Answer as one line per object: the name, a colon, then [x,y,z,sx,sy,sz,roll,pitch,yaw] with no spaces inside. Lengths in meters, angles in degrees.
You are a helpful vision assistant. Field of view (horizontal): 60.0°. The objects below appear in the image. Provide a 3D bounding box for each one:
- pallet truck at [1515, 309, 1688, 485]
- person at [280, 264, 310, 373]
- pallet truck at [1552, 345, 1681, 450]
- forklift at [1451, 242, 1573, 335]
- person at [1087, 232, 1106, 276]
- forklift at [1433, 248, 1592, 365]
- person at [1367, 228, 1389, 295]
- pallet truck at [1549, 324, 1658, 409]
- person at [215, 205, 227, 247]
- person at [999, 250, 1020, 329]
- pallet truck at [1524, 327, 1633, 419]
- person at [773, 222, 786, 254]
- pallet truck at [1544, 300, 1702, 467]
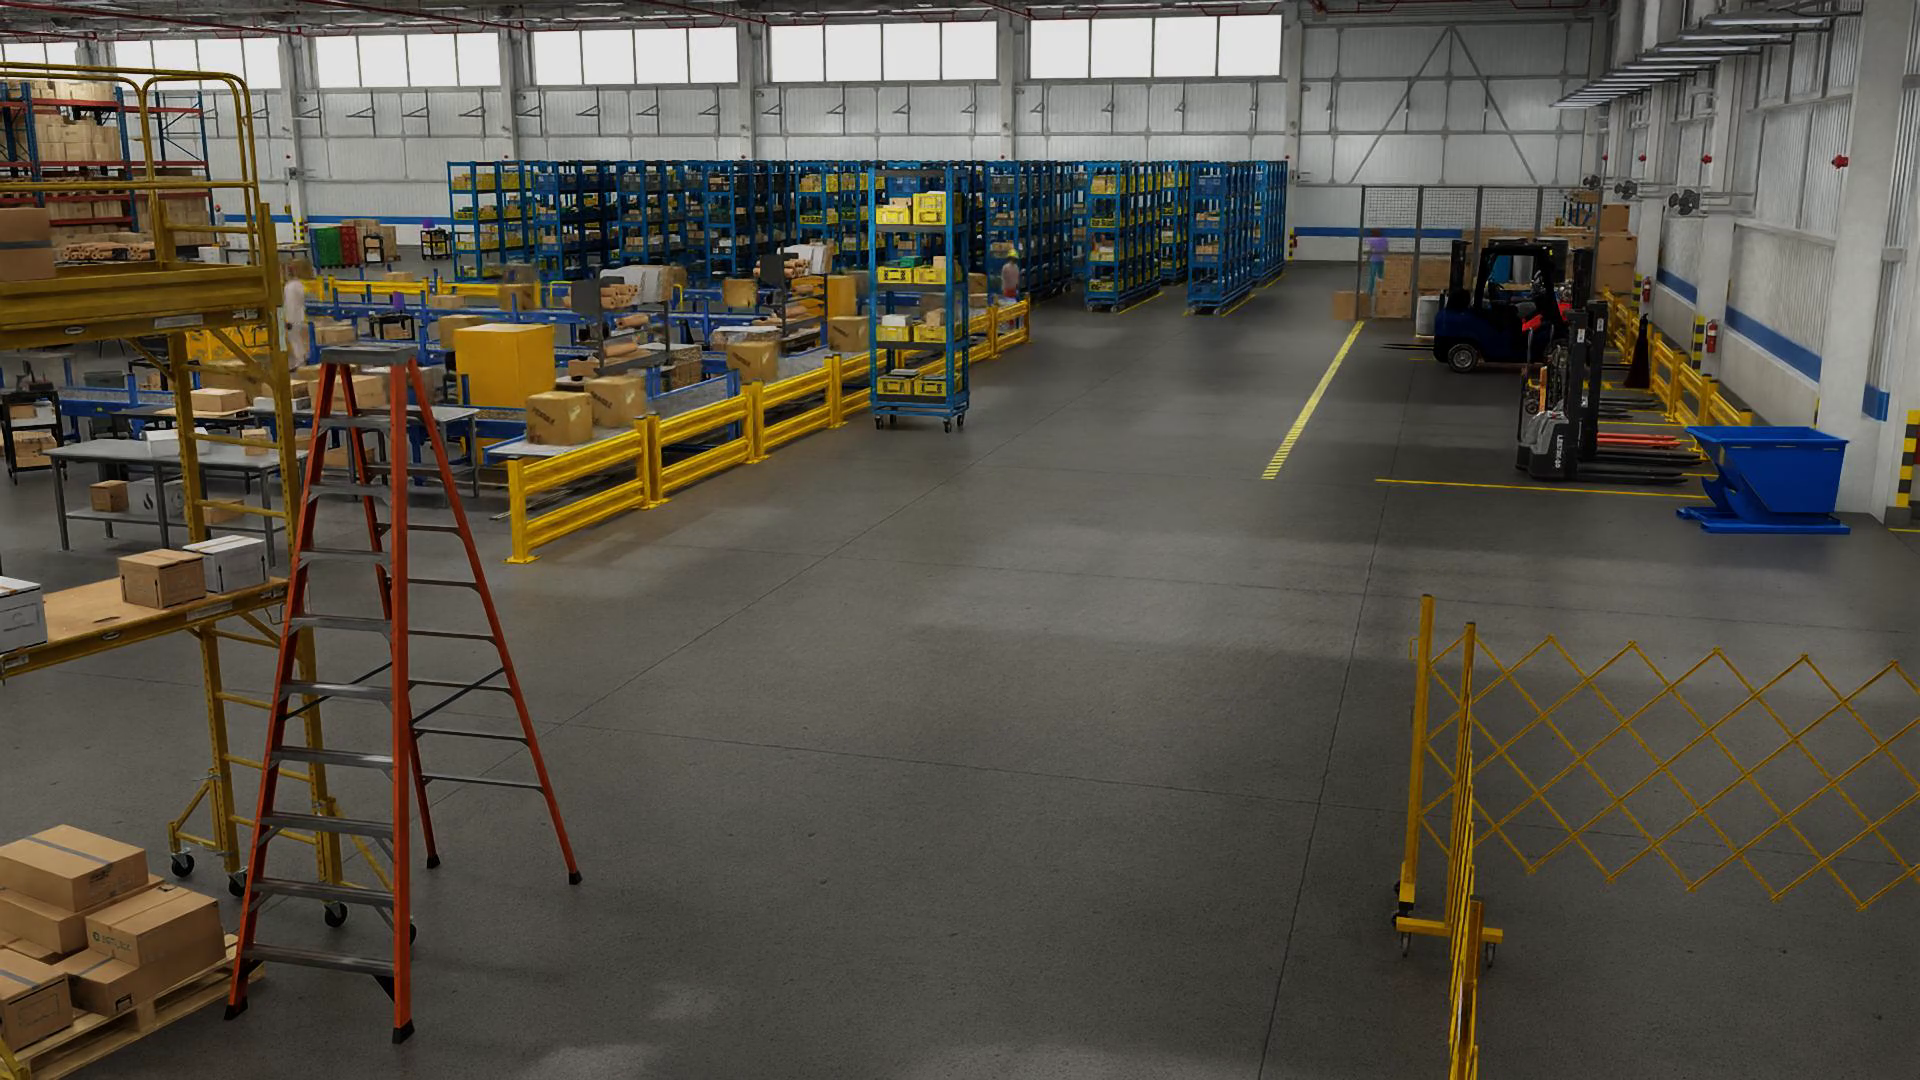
pallet truck: [7.554,-1.677,19.446,1.885,1.965,0.823,3,13,14]
person: [-11.714,-3.882,29.173,0.432,1.894,0.654,-3,13,-11]
pallet truck: [8.641,-1.896,21.908,1.630,1.274,0.653,4,14,16]
forklift: [10.464,-4.597,31.405,2.680,1.987,1.157,4,14,16]
person: [3.826,-7.834,46.150,0.643,1.952,0.864,0,13,-1]
forklift: [9.780,-4.111,29.280,2.680,1.987,1.157,3,13,14]
person: [11.407,-7.579,45.304,0.574,1.829,0.427,-2,13,-10]
pallet truck: [9.824,-2.669,25.407,1.601,1.201,0.680,4,14,16]
person: [-30.666,-13.008,68.913,0.322,1.755,0.563,3,13,13]
person: [1.112,-5.481,36.414,0.420,1.748,0.542,12,18,43]
pallet truck: [9.065,-2.460,24.370,1.522,1.261,0.704,3,13,14]
person: [-5.506,-8.929,51.157,0.452,1.814,0.617,5,14,22]
pallet truck: [8.263,-1.952,20.631,1.885,1.965,0.823,5,14,20]
